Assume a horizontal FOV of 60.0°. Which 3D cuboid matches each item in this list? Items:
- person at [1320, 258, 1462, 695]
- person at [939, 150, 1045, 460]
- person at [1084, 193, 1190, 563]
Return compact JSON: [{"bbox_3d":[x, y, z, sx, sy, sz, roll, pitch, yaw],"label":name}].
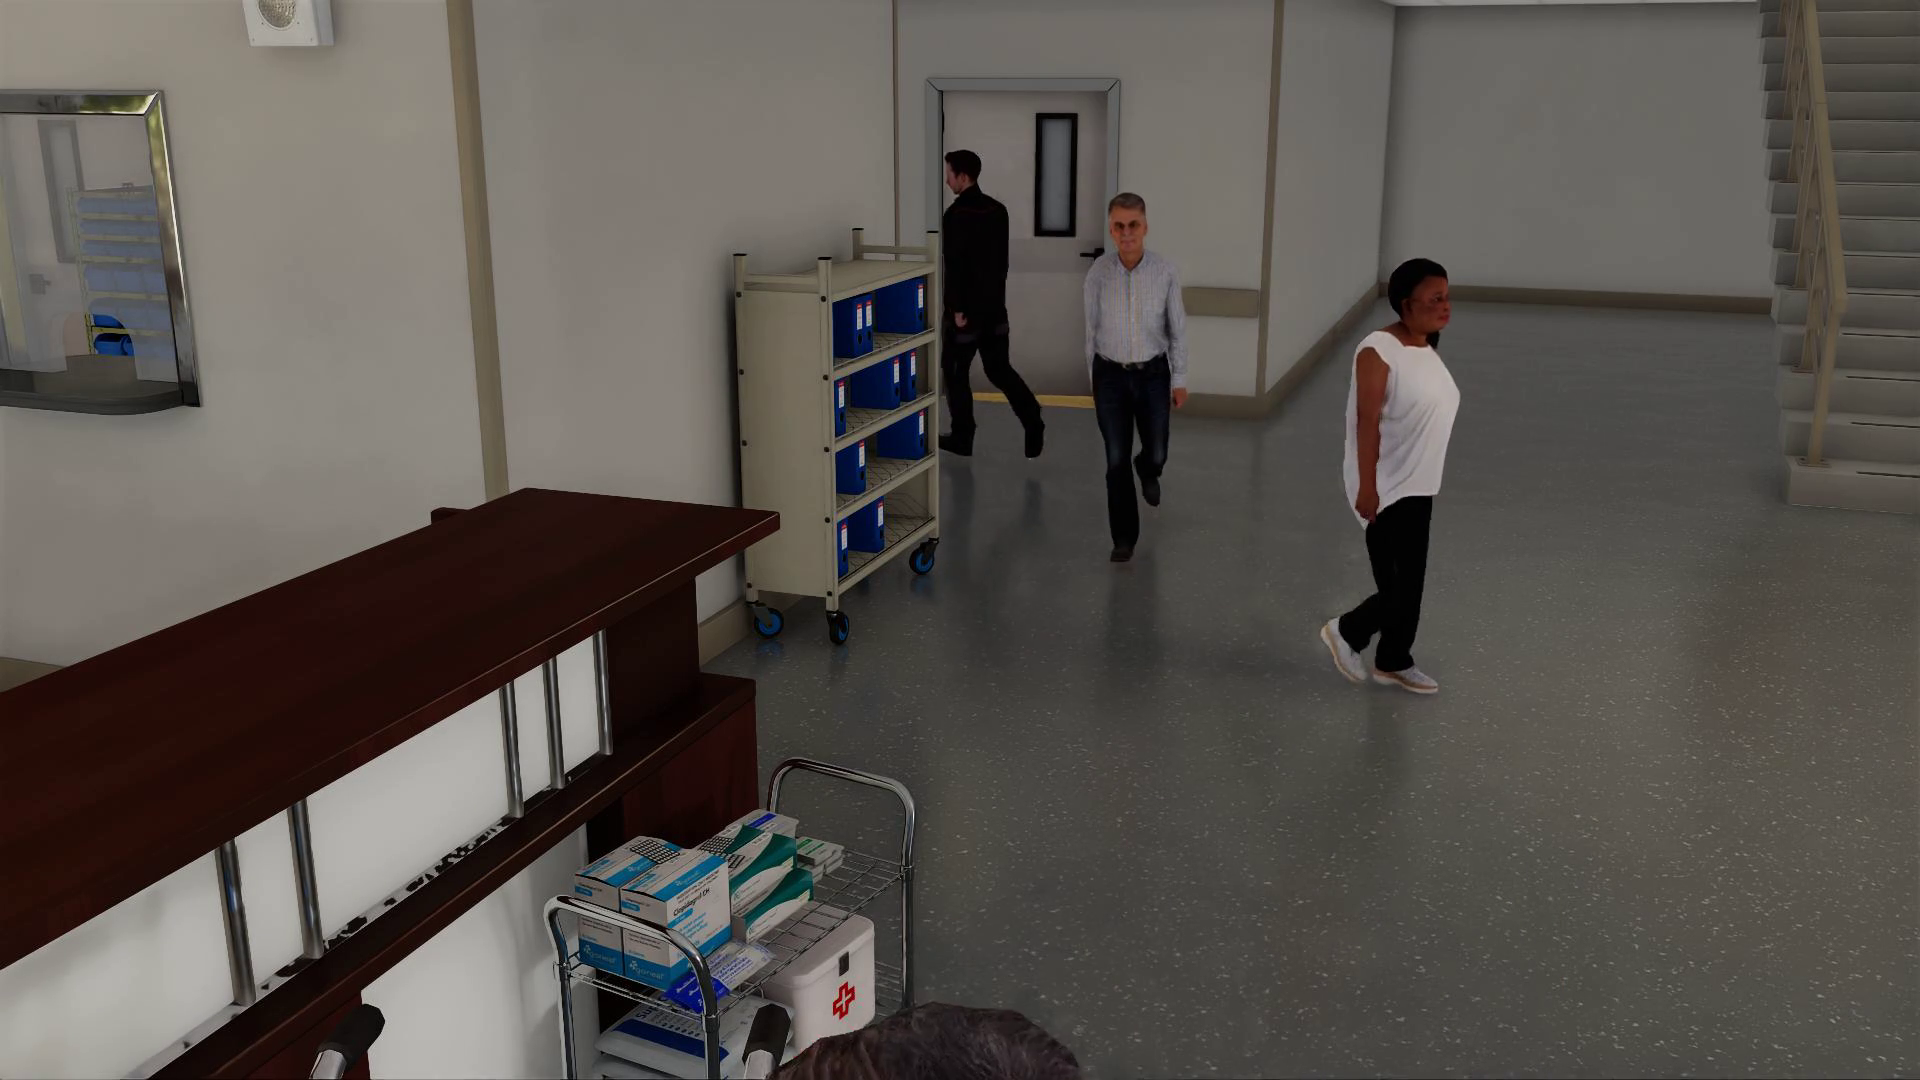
[{"bbox_3d":[1.630,-0.233,6.362,0.824,1.680,0.728,13,20,38],"label":"person"},{"bbox_3d":[0.153,-1.382,10.075,1.190,1.879,1.106,-12,20,-36],"label":"person"},{"bbox_3d":[0.854,-0.811,8.240,0.840,1.774,1.222,2,16,6],"label":"person"}]
